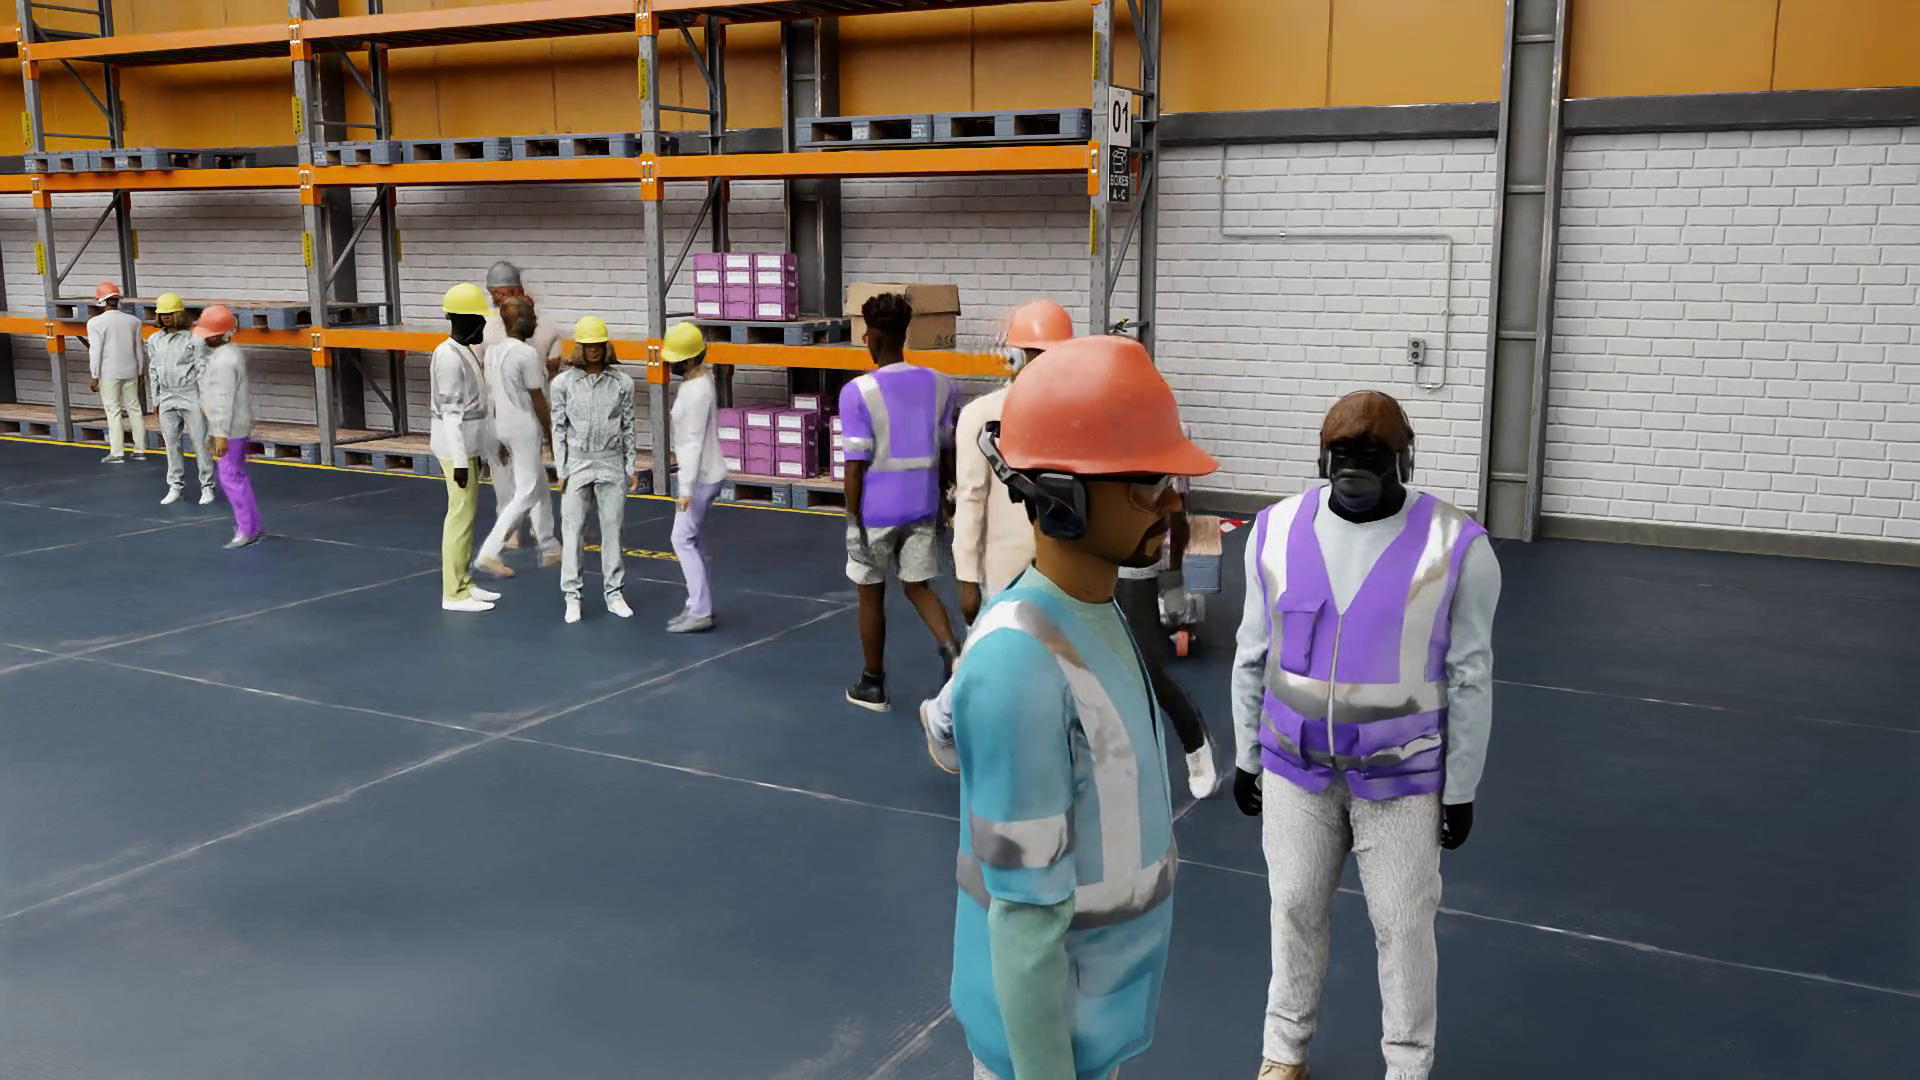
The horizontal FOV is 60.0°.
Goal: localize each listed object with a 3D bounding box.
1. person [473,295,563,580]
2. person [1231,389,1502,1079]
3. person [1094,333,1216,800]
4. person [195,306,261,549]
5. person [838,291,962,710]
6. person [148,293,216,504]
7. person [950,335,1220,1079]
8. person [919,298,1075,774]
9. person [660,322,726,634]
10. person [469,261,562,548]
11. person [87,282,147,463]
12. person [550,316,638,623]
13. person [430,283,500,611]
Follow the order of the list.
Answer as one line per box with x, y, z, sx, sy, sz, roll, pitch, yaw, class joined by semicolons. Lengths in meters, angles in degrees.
-2.824;-0.661;10.717;0.812;1.819;0.521;-8;13;-37;person
0.952;0.550;4.035;0.629;1.835;0.429;6;12;29;person
0.661;0.123;6.372;0.568;1.836;0.560;-9;14;-41;person
-5.174;-0.795;11.751;0.334;1.713;0.688;-4;11;-22;person
-0.263;-0.144;7.511;0.618;1.950;0.729;-7;12;-34;person
-6.379;-1.144;13.597;0.484;1.736;0.342;1;10;3;person
0.183;0.715;2.542;0.377;2.045;0.605;2;11;11;person
0.183;0.080;6.228;0.621;1.974;0.821;-6;12;-30;person
-1.459;-0.330;9.134;0.350;1.719;0.554;-2;11;-10;person
-3.200;-0.964;11.756;0.536;2.000;0.686;10;14;42;person
-8.231;-1.631;16.209;0.346;1.747;0.572;5;12;28;person
-2.077;-0.403;9.498;0.485;1.744;0.309;-5;11;-24;person
-2.895;-0.537;9.770;0.399;1.920;0.588;-2;10;-10;person
